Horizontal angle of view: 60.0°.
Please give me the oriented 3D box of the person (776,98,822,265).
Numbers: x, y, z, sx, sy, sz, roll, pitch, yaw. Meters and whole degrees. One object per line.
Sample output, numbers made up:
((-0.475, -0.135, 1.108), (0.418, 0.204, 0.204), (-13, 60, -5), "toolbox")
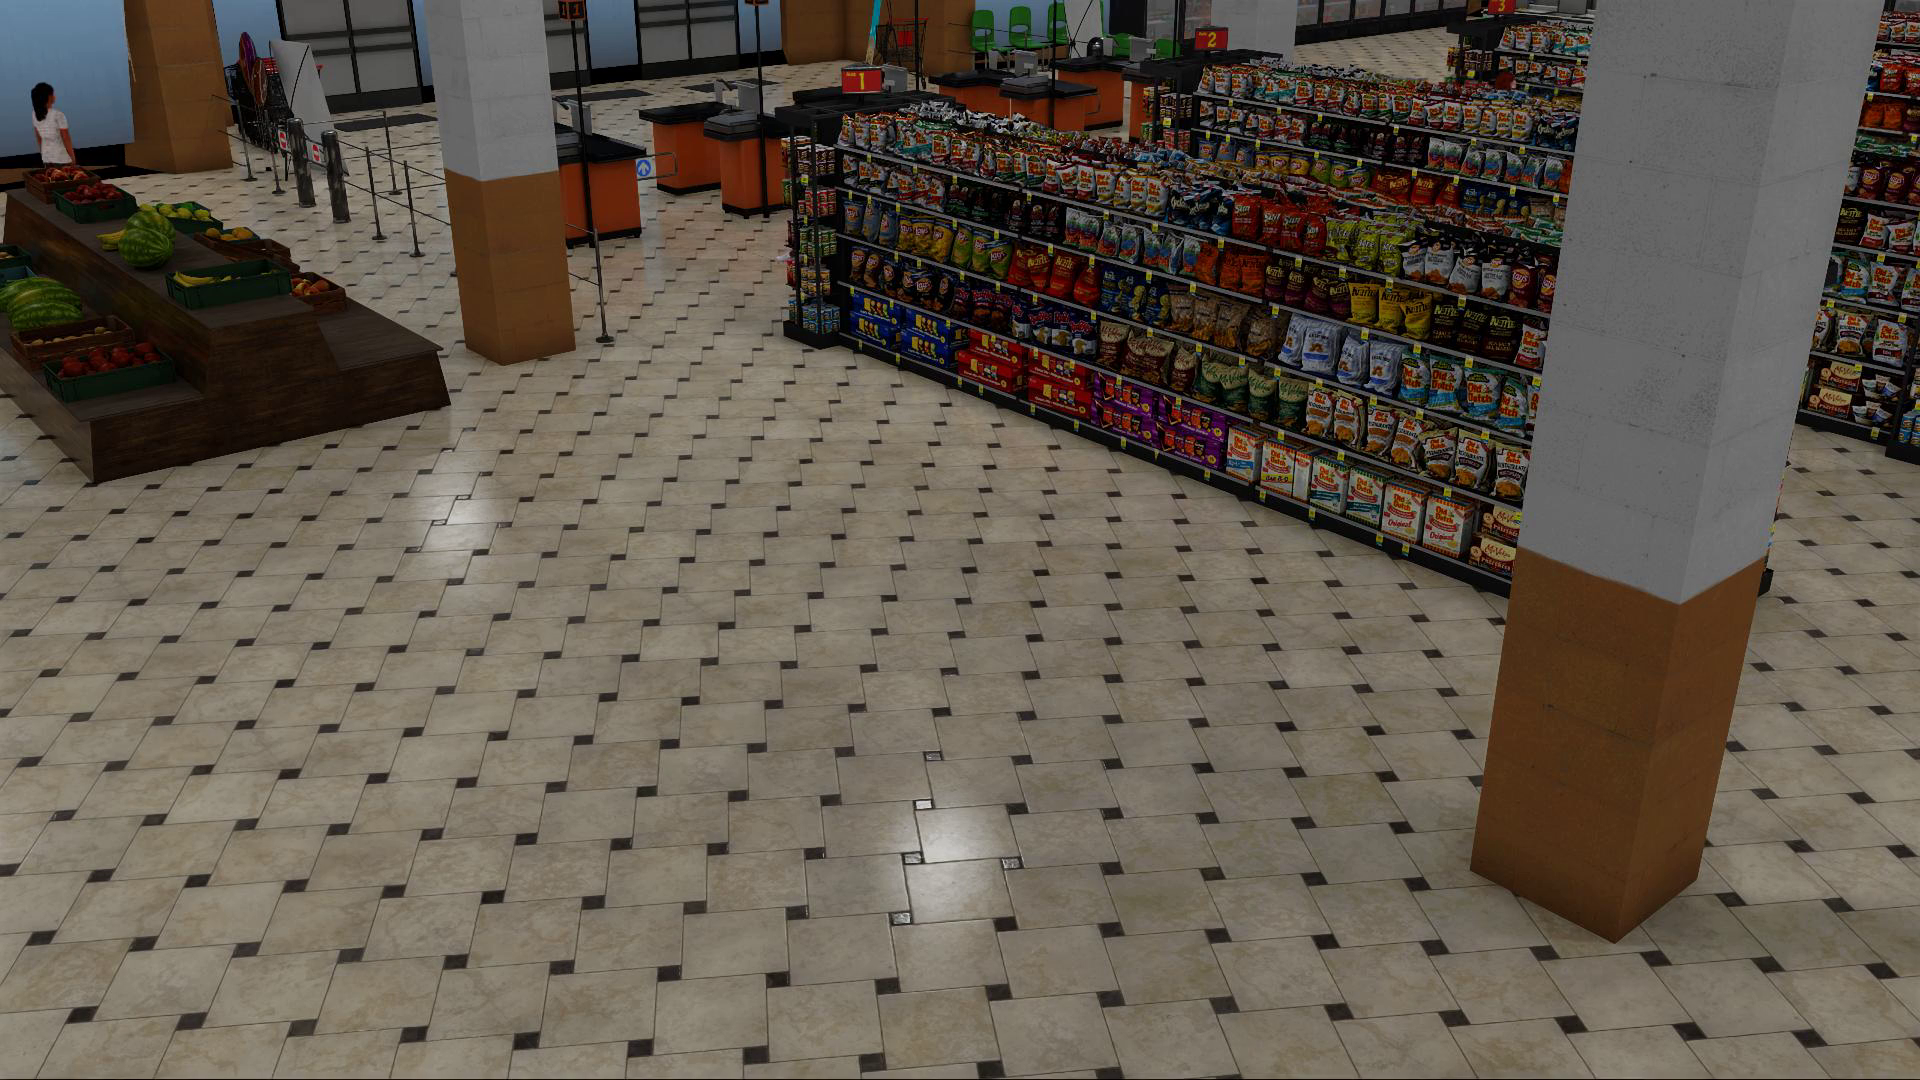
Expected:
((-1.476, -3.483, 16.505), (1.089, 1.702, 0.847), (14, 27, 28), "person")

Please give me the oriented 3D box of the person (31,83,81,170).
((-9.762, -4.064, 17.924), (0.858, 1.628, 0.876), (7, 24, 15), "person")
